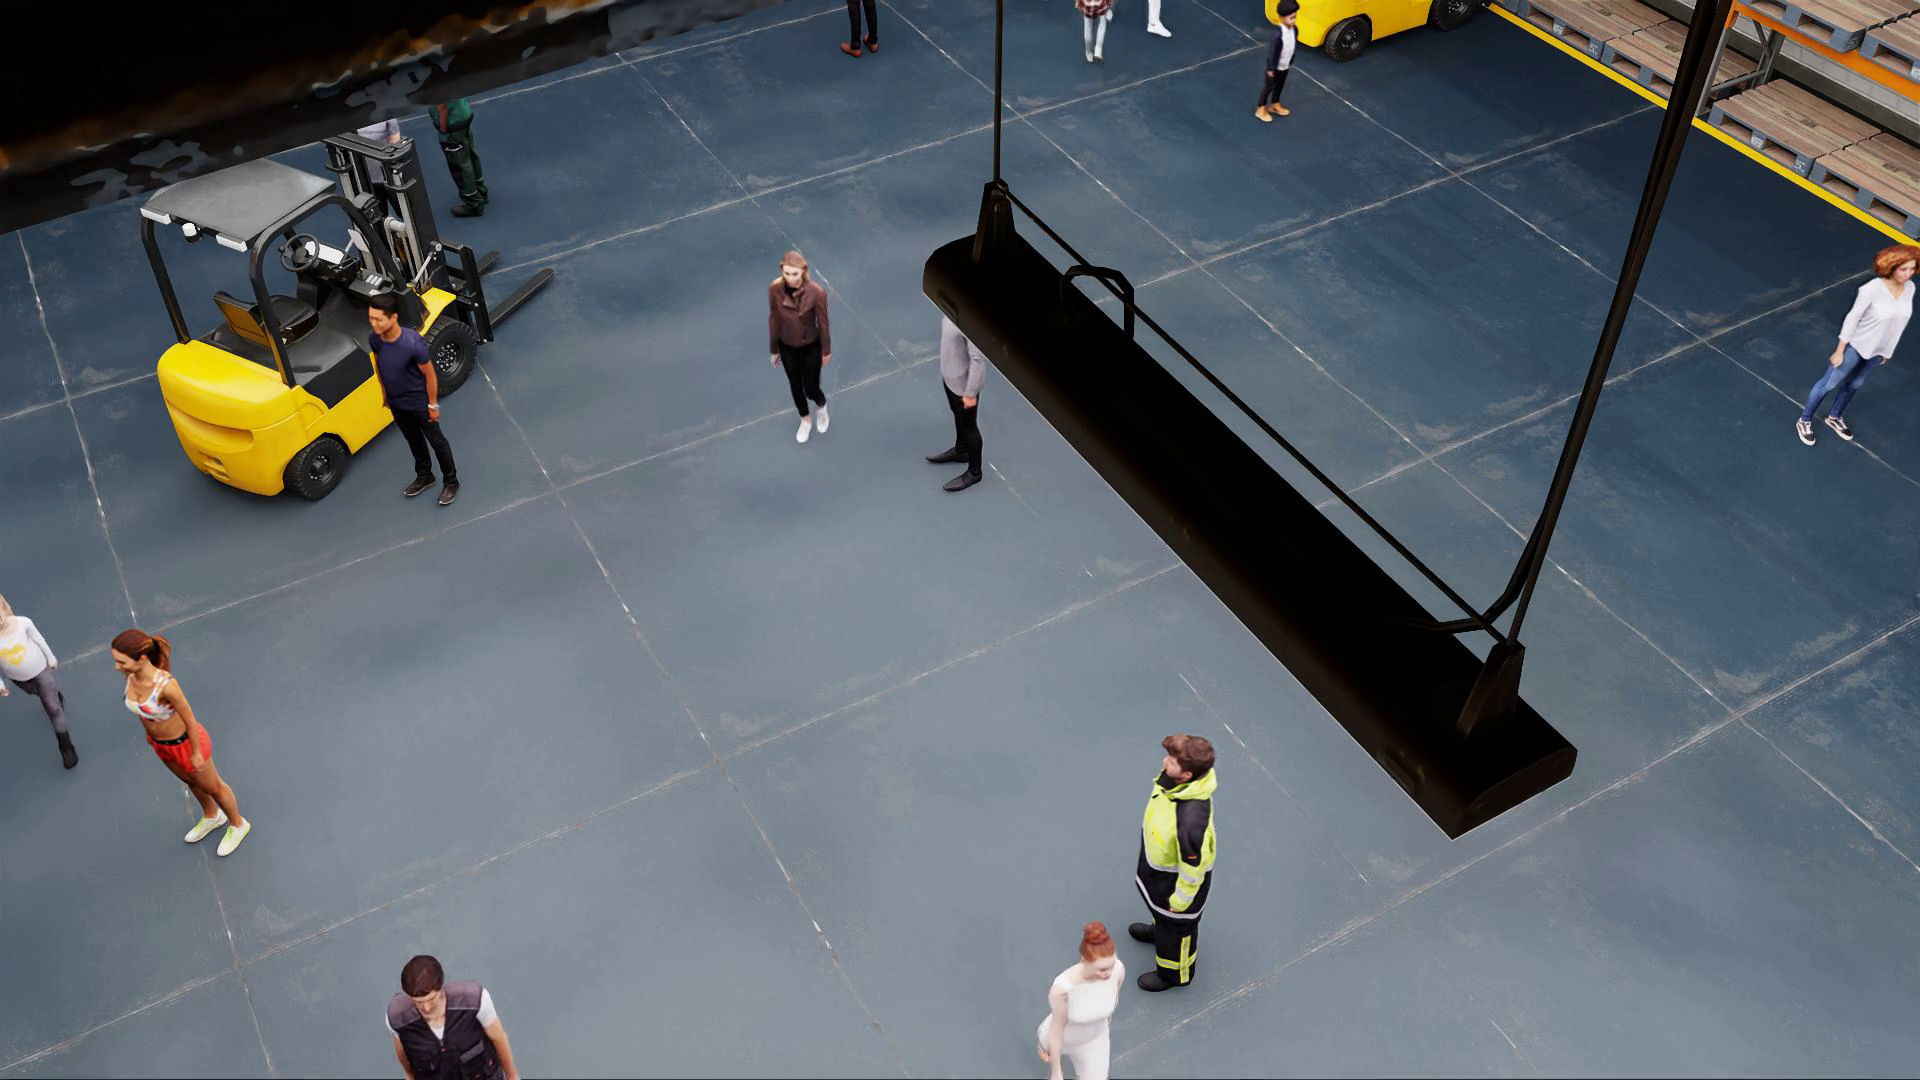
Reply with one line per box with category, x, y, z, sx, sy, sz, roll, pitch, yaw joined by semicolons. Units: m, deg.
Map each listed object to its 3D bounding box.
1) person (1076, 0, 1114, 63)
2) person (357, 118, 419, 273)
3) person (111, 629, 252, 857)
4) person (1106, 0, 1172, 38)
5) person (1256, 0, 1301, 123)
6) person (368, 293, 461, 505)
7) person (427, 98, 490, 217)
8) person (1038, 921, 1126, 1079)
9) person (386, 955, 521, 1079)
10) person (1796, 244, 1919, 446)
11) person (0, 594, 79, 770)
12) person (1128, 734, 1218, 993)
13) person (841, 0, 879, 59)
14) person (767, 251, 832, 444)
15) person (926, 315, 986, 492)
person;1.374;-5.459;16.923;0.656;1.300;0.699;1;44;1
person;-4.875;-3.100;14.032;0.742;1.871;0.745;1;44;1
person;-4.518;1.156;9.623;0.652;1.792;0.740;20;47;20
person;1.871;-6.141;17.278;1.192;1.797;1.019;24;49;23
person;3.097;-4.671;16.153;0.521;1.220;0.480;-26;50;-25
person;-3.926;-1.029;11.915;0.686;1.793;0.770;14;45;15
person;-4.496;-3.723;14.710;0.839;1.838;0.734;3;44;3
person;0.540;2.415;8.344;0.788;1.732;1.202;-10;45;-11
person;-2.466;2.509;8.178;0.817;1.824;1.076;-13;45;-13
person;6.765;-1.483;12.450;0.715;1.712;0.713;-6;44;-7
person;-5.849;0.774;10.418;0.565;1.247;0.928;-17;46;-17
person;1.165;1.716;8.897;0.931;1.981;0.784;-2;44;-2
person;-1.037;-5.843;16.903;0.722;1.883;0.574;-27;50;-25
person;-1.179;-1.500;12.482;0.720;1.693;0.779;9;44;9
person;0.026;-1.207;12.008;0.855;1.922;0.629;-13;45;-13
